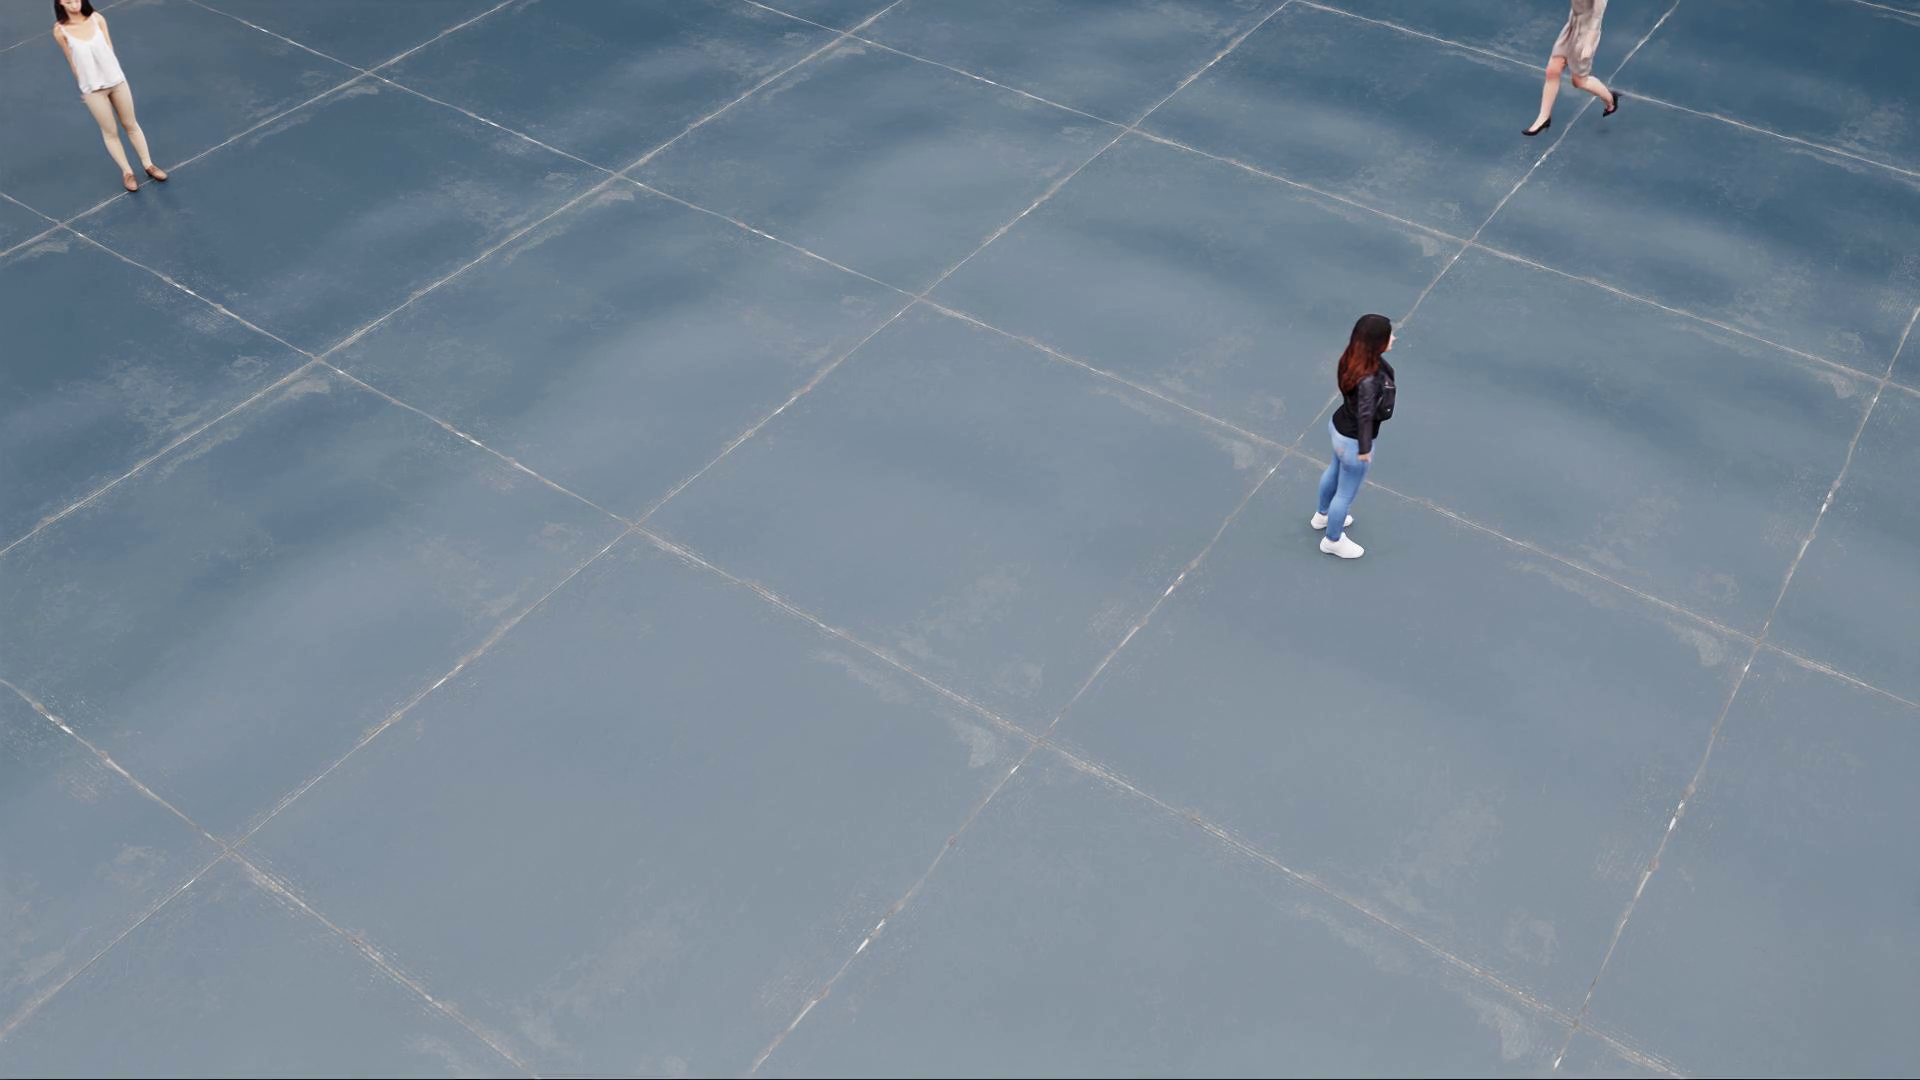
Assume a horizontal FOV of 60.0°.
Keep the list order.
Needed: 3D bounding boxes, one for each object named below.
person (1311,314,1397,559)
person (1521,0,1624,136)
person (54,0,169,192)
[{"bbox_3d":[2.296,-0.623,9.687,0.751,1.634,0.722,-1,43,-1],"label":"person"},{"bbox_3d":[5.015,-3.993,13.231,1.088,1.723,1.004,-5,43,-6],"label":"person"},{"bbox_3d":[-6.592,-3.513,12.769,0.569,1.652,0.623,26,49,25],"label":"person"}]
